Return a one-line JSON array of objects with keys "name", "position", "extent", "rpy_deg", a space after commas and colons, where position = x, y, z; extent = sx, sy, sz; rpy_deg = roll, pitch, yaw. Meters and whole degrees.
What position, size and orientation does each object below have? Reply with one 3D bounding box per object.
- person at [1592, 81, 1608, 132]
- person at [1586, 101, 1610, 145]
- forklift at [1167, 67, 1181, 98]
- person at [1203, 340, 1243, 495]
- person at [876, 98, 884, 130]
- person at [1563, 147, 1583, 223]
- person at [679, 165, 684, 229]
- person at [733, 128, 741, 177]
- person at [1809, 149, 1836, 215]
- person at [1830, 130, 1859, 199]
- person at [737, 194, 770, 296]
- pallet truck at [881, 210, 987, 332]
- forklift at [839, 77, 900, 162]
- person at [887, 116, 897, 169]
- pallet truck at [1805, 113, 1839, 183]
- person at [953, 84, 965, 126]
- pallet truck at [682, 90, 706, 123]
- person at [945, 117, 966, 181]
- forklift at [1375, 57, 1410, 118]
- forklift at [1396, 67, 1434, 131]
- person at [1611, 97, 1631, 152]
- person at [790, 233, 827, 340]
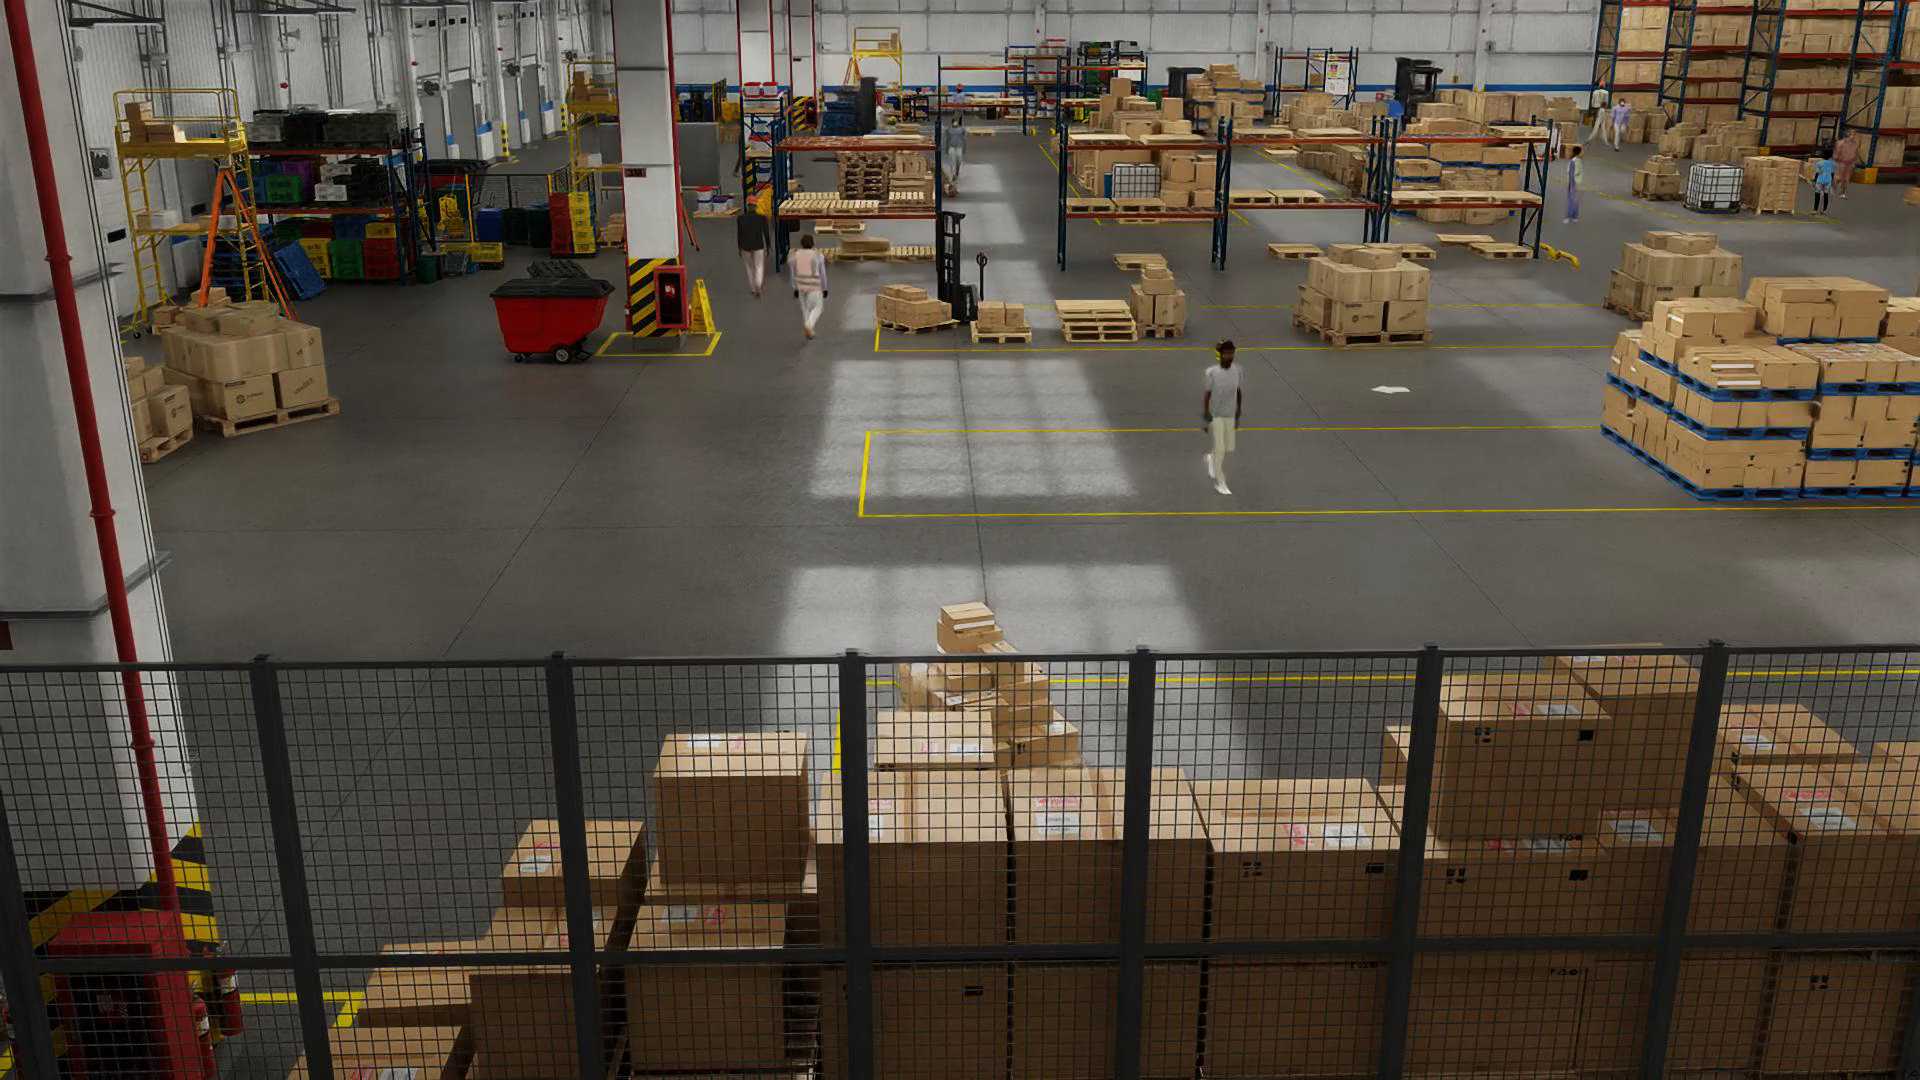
[{"name": "person", "position": [25.802, -17.481, 67.094], "extent": [0.616, 1.993, 0.395], "rpy_deg": [12, 22, 32]}, {"name": "person", "position": [23.752, -15.477, 61.749], "extent": [0.829, 1.606, 0.524], "rpy_deg": [4, 19, 11]}, {"name": "forklift", "position": [7.822, -15.879, 60.978], "extent": [1.873, 2.768, 1.129], "rpy_deg": [-1, 19, -2]}, {"name": "person", "position": [3.117, -1.504, 19.921], "extent": [0.517, 1.854, 0.649], "rpy_deg": [-6, 20, -18]}, {"name": "person", "position": [-3.005, -14.642, 58.760], "extent": [0.629, 1.940, 0.376], "rpy_deg": [-2, 19, -5]}, {"name": "person", "position": [15.540, -8.984, 42.086], "extent": [0.381, 1.875, 0.732], "rpy_deg": [15, 23, 37]}, {"name": "person", "position": [-7.023, -8.553, 40.783], "extent": [0.358, 1.881, 0.574], "rpy_deg": [11, 22, 30]}, {"name": "person", "position": [-6.723, -12.205, 51.762], "extent": [0.527, 1.801, 0.984], "rpy_deg": [16, 24, 39]}, {"name": "person", "position": [22.519, -9.335, 43.383], "extent": [0.541, 1.698, 0.315], "rpy_deg": [-1, 19, -3]}, {"name": "person", "position": [24.856, -10.552, 46.691], "extent": [0.675, 1.890, 0.474], "rpy_deg": [-1, 19, -2]}, {"name": "person", "position": [-3.977, -5.655, 32.052], "extent": [0.621, 1.973, 0.716], "rpy_deg": [-2, 19, -5]}, {"name": "pallet truck", "position": [-0.493, -4.759, 29.349], "extent": [1.885, 1.965, 0.823], "rpy_deg": [-13, 23, -34]}, {"name": "forklift", "position": [-2.996, -13.906, 55.124], "extent": [1.873, 2.768, 1.129], "rpy_deg": [4, 19, 11]}, {"name": "person", "position": [-2.121, -12.720, 53.385], "extent": [0.463, 1.726, 0.507], "rpy_deg": [-9, 21, -25]}, {"name": "pallet truck", "position": [26.403, -11.957, 50.702], "extent": [0.823, 1.965, 1.885], "rpy_deg": [6, 19, 16]}, {"name": "person", "position": [-0.023, -17.246, 66.485], "extent": [0.548, 1.937, 0.379], "rpy_deg": [-11, 21, -29]}, {"name": "pallet truck", "position": [-9.671, -15.907, 62.421], "extent": [0.823, 1.965, 1.885], "rpy_deg": [5, 19, 15]}, {"name": "person", "position": [-0.144, -12.014, 50.979], "extent": [0.626, 1.927, 0.545], "rpy_deg": [-1, 19, -3]}, {"name": "forklift", "position": [18.203, -18.491, 68.726], "extent": [1.873, 2.768, 1.129], "rpy_deg": [-1, 19, -1]}, {"name": "forklift", "position": [16.949, -16.123, 61.702], "extent": [1.129, 2.768, 1.873], "rpy_deg": [-1, 19, -2]}, {"name": "person", "position": [23.563, -14.852, 59.415], "extent": [0.636, 1.917, 0.716], "rpy_deg": [2, 19, 6]}, {"name": "person", "position": [-2.565, -4.265, 28.142], "extent": [0.644, 1.828, 0.573], "rpy_deg": [7, 20, 21]}]
